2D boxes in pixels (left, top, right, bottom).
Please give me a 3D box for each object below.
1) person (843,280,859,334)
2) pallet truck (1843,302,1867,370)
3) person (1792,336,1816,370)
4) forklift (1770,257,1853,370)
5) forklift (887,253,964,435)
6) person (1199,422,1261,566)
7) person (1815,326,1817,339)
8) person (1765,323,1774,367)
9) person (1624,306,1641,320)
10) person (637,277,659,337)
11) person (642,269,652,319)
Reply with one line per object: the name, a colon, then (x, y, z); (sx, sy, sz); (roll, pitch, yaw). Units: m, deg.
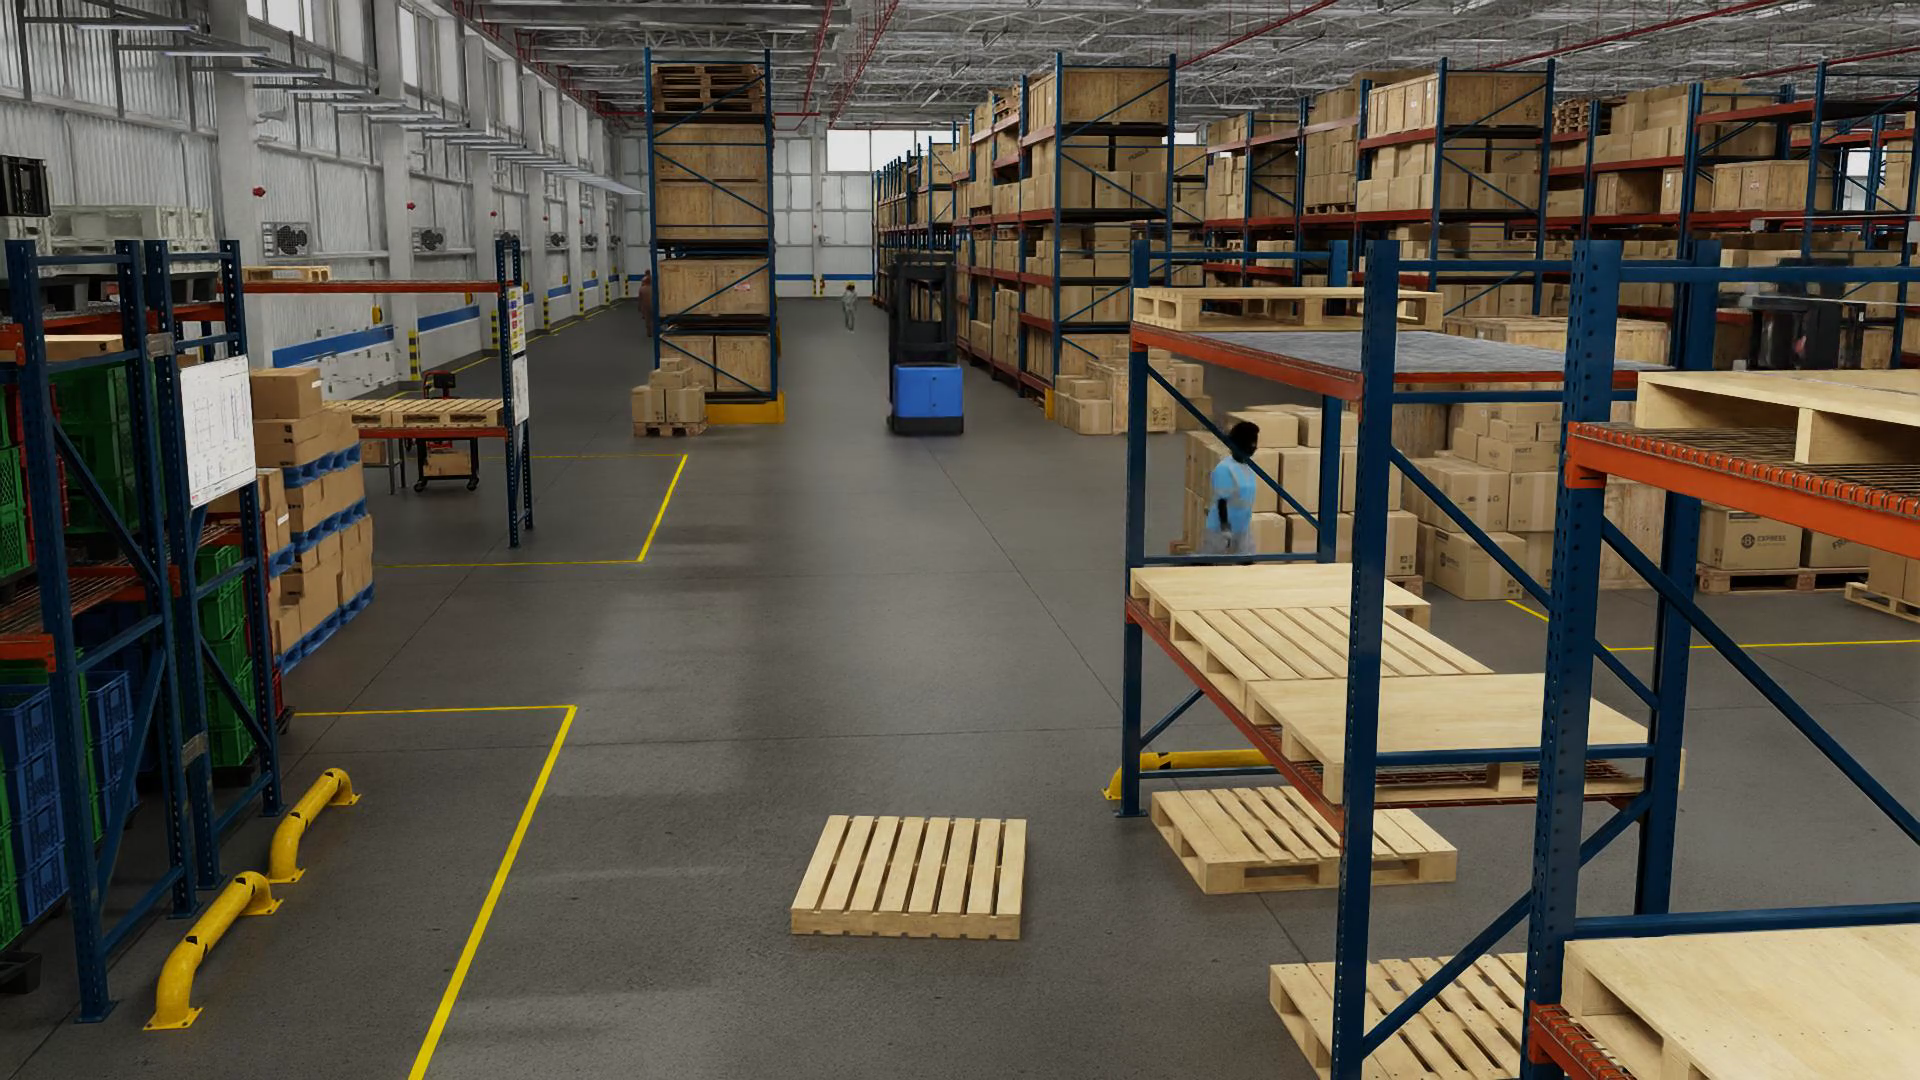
person: (-3.535, -7.559, 53.994); (0.504, 1.721, 0.540); (-4, 11, -19)
pallet truck: (15.846, -3.142, 28.793); (1.885, 1.965, 0.823); (2, 10, 12)
person: (9.889, -1.412, 19.404); (0.580, 1.927, 0.558); (-4, 11, -22)
forklift: (9.869, -1.893, 19.422); (1.873, 2.768, 1.129); (-1, 10, -6)
forklift: (-0.552, -3.135, 26.305); (1.129, 2.768, 1.873); (-1, 10, -6)
person: (2.142, -0.097, 12.876); (0.545, 1.631, 0.905); (-9, 14, -41)
person: (13.801, -2.605, 26.686); (0.361, 1.687, 0.545); (-3, 11, -15)
person: (14.282, -3.148, 29.045); (0.554, 1.920, 0.405); (-6, 12, -31)
person: (12.501, -3.422, 30.871); (0.673, 1.816, 0.809); (-5, 11, -24)
person: (-9.827, -7.341, 52.447); (0.657, 1.852, 0.997); (-5, 11, -24)
person: (-12.081, -9.524, 64.448); (0.402, 1.896, 0.652); (8, 13, 38)
